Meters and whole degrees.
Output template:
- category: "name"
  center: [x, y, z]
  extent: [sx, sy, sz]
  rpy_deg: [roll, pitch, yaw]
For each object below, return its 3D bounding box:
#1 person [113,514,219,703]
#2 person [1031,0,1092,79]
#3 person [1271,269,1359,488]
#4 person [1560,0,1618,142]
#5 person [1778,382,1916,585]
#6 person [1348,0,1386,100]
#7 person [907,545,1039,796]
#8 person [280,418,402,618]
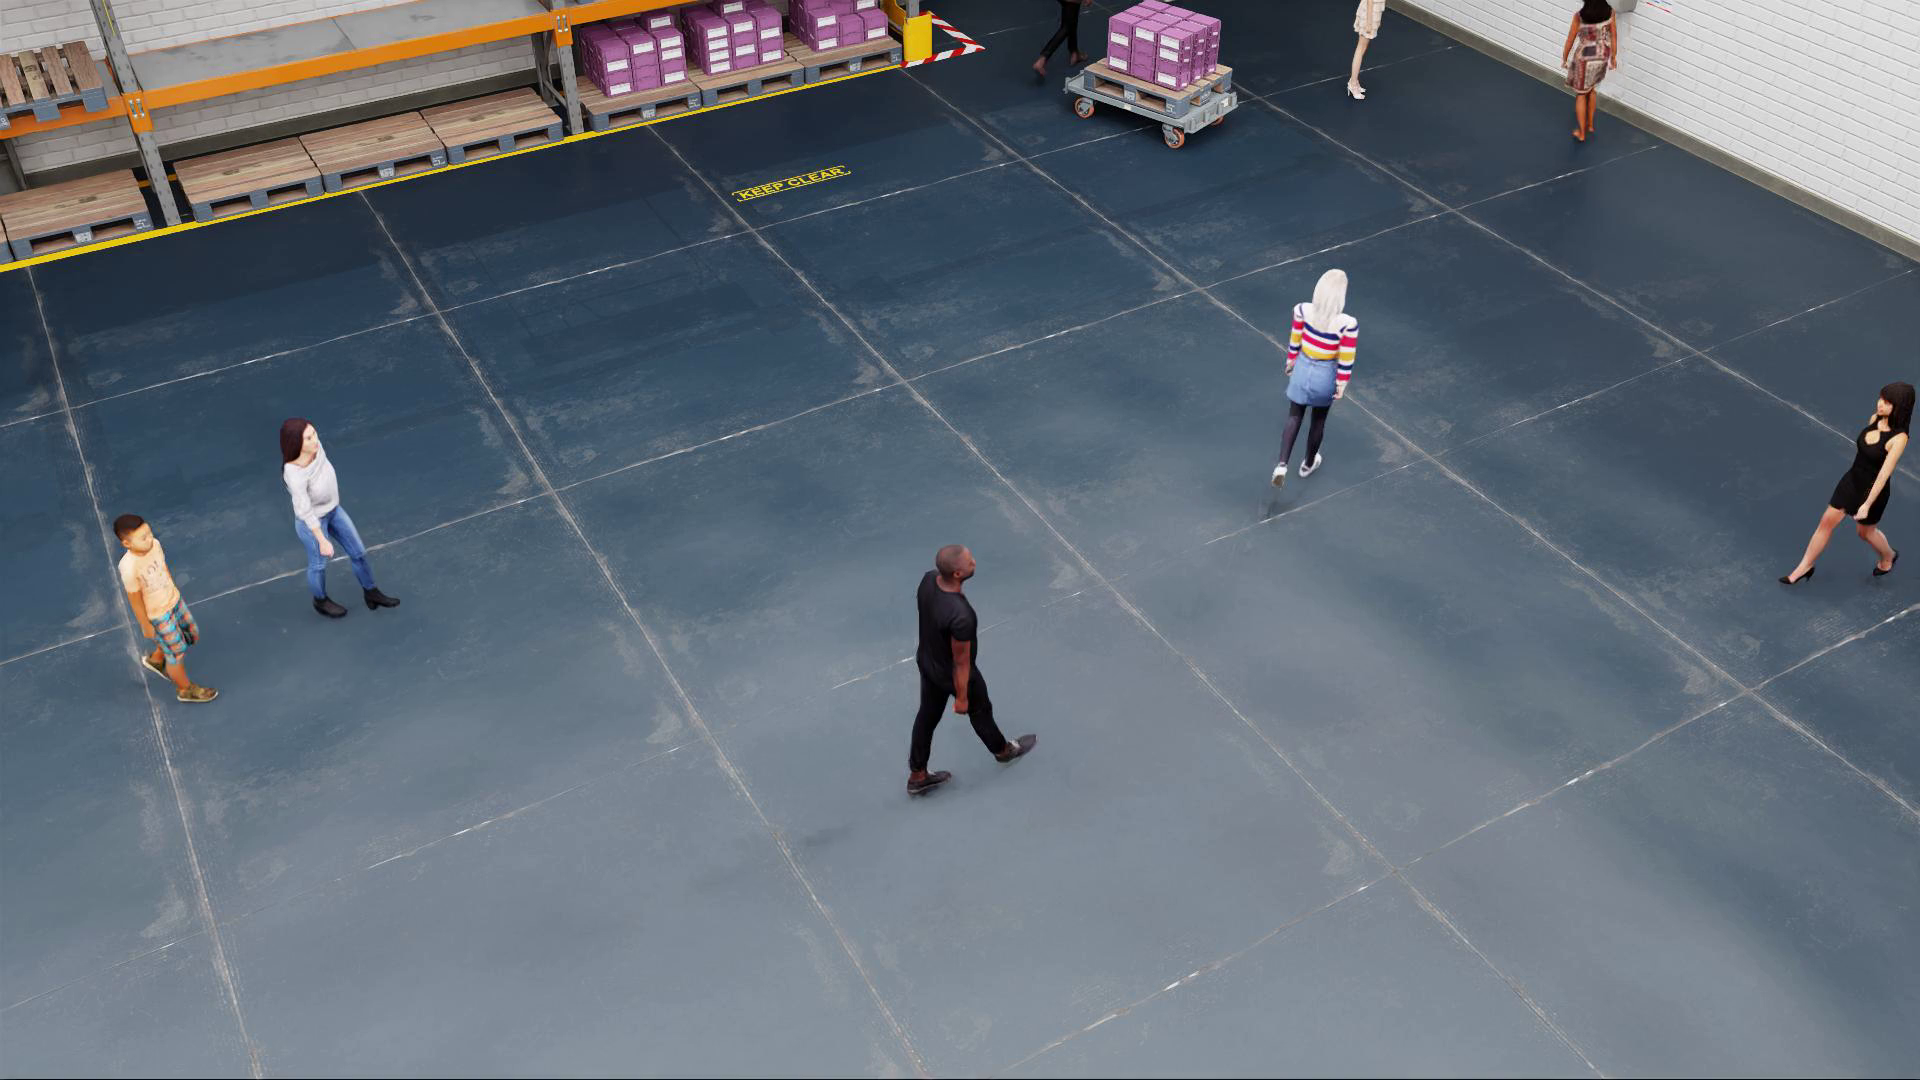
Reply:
- category: "person"
  center: [-5.029, 0.415, 10.322]
  extent: [0.819, 1.455, 0.734]
  rpy_deg: [4, 39, 5]
- category: "person"
  center: [1.105, -5.846, 17.887]
  extent: [1.205, 1.798, 0.797]
  rpy_deg: [-27, 46, -29]
- category: "person"
  center: [2.519, -1.129, 11.985]
  extent: [0.921, 1.793, 1.060]
  rpy_deg: [21, 43, 24]
- category: "person"
  center: [6.348, -4.782, 16.723]
  extent: [0.735, 1.589, 0.839]
  rpy_deg: [5, 39, 6]
- category: "person"
  center: [6.125, -0.319, 11.111]
  extent: [1.107, 1.618, 0.832]
  rpy_deg: [-5, 39, -6]
- category: "person"
  center: [4.300, -5.528, 17.538]
  extent: [0.714, 1.737, 0.650]
  rpy_deg: [10, 40, 13]
- category: "person"
  center: [-0.146, 0.792, 9.584]
  extent: [1.073, 1.788, 0.687]
  rpy_deg: [-19, 42, -22]
- category: "person"
  center: [-4.264, -0.125, 10.877]
  extent: [0.954, 1.607, 0.877]
  rpy_deg: [5, 39, 6]
